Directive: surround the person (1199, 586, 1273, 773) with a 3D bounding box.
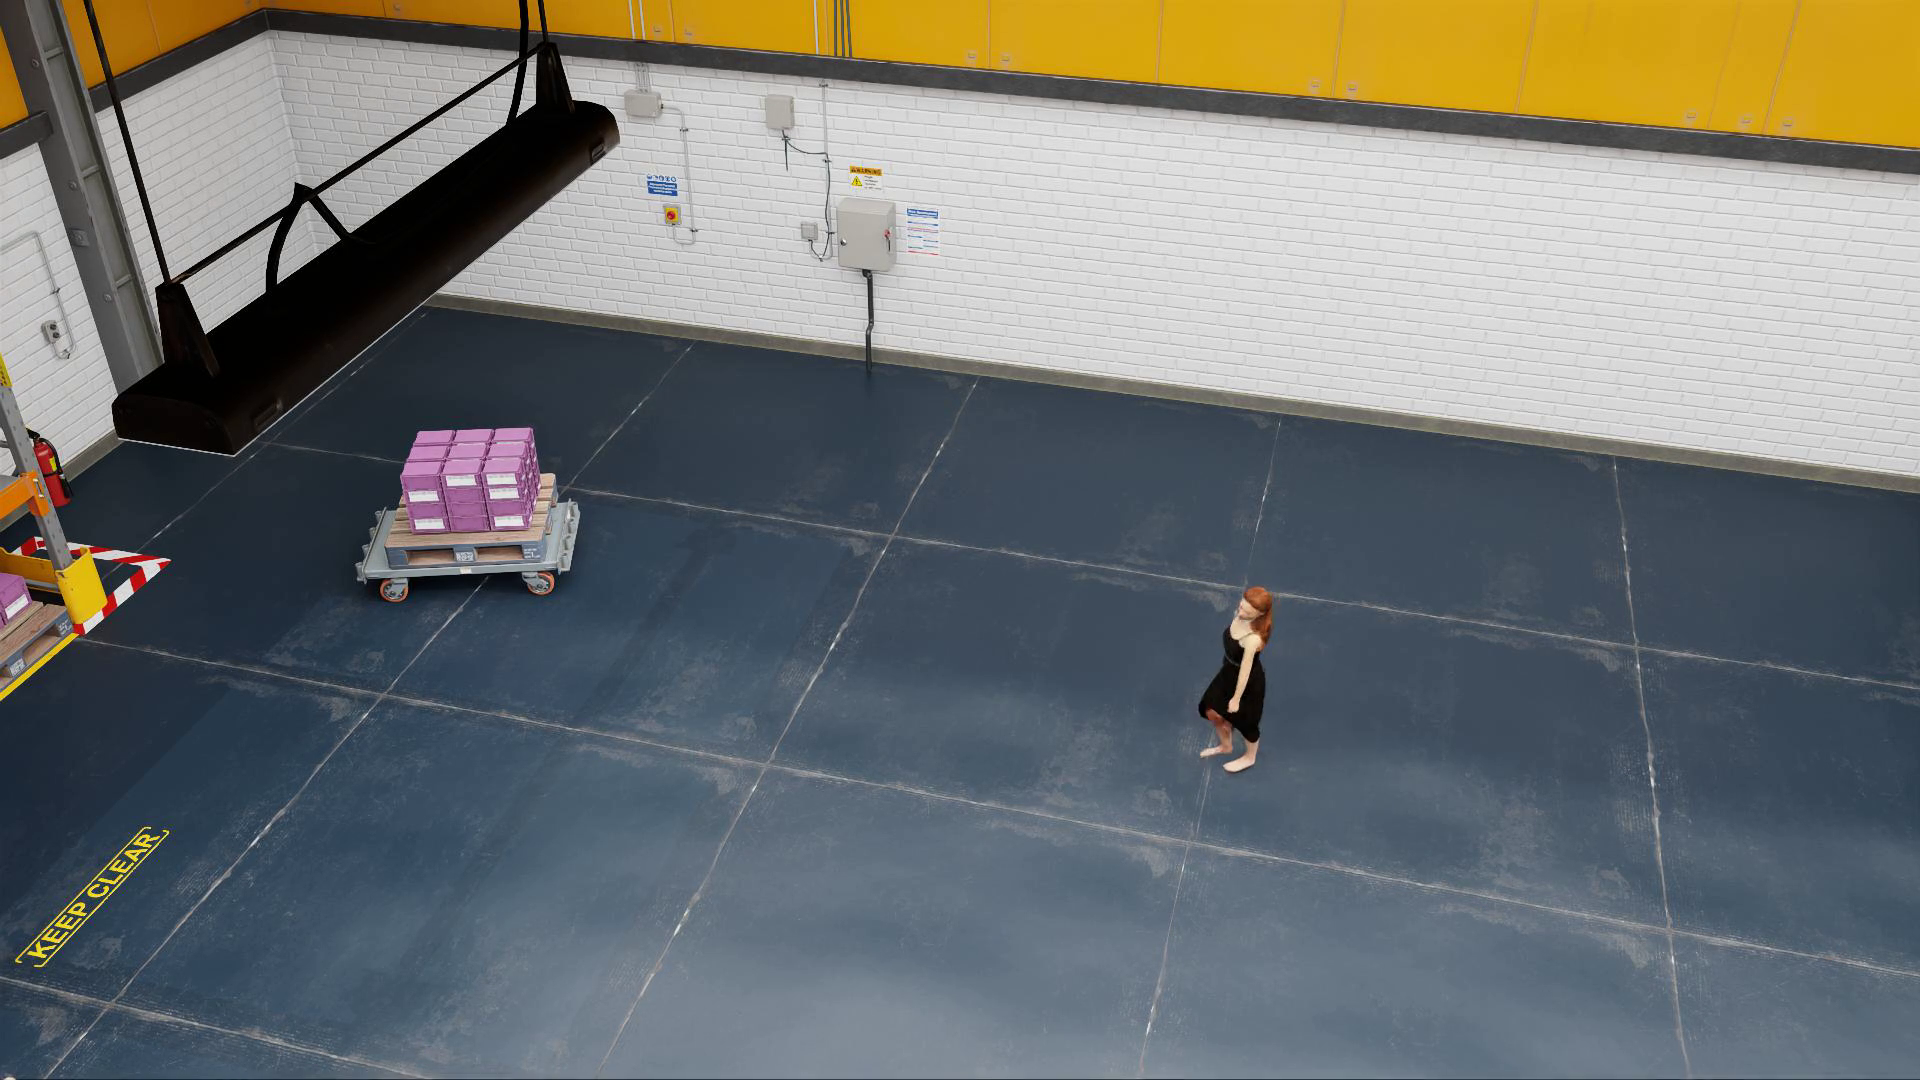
[{"bbox_3d":[1.916,0.932,11.107,0.783,1.601,0.705,0,34,0],"label":"person"}]
